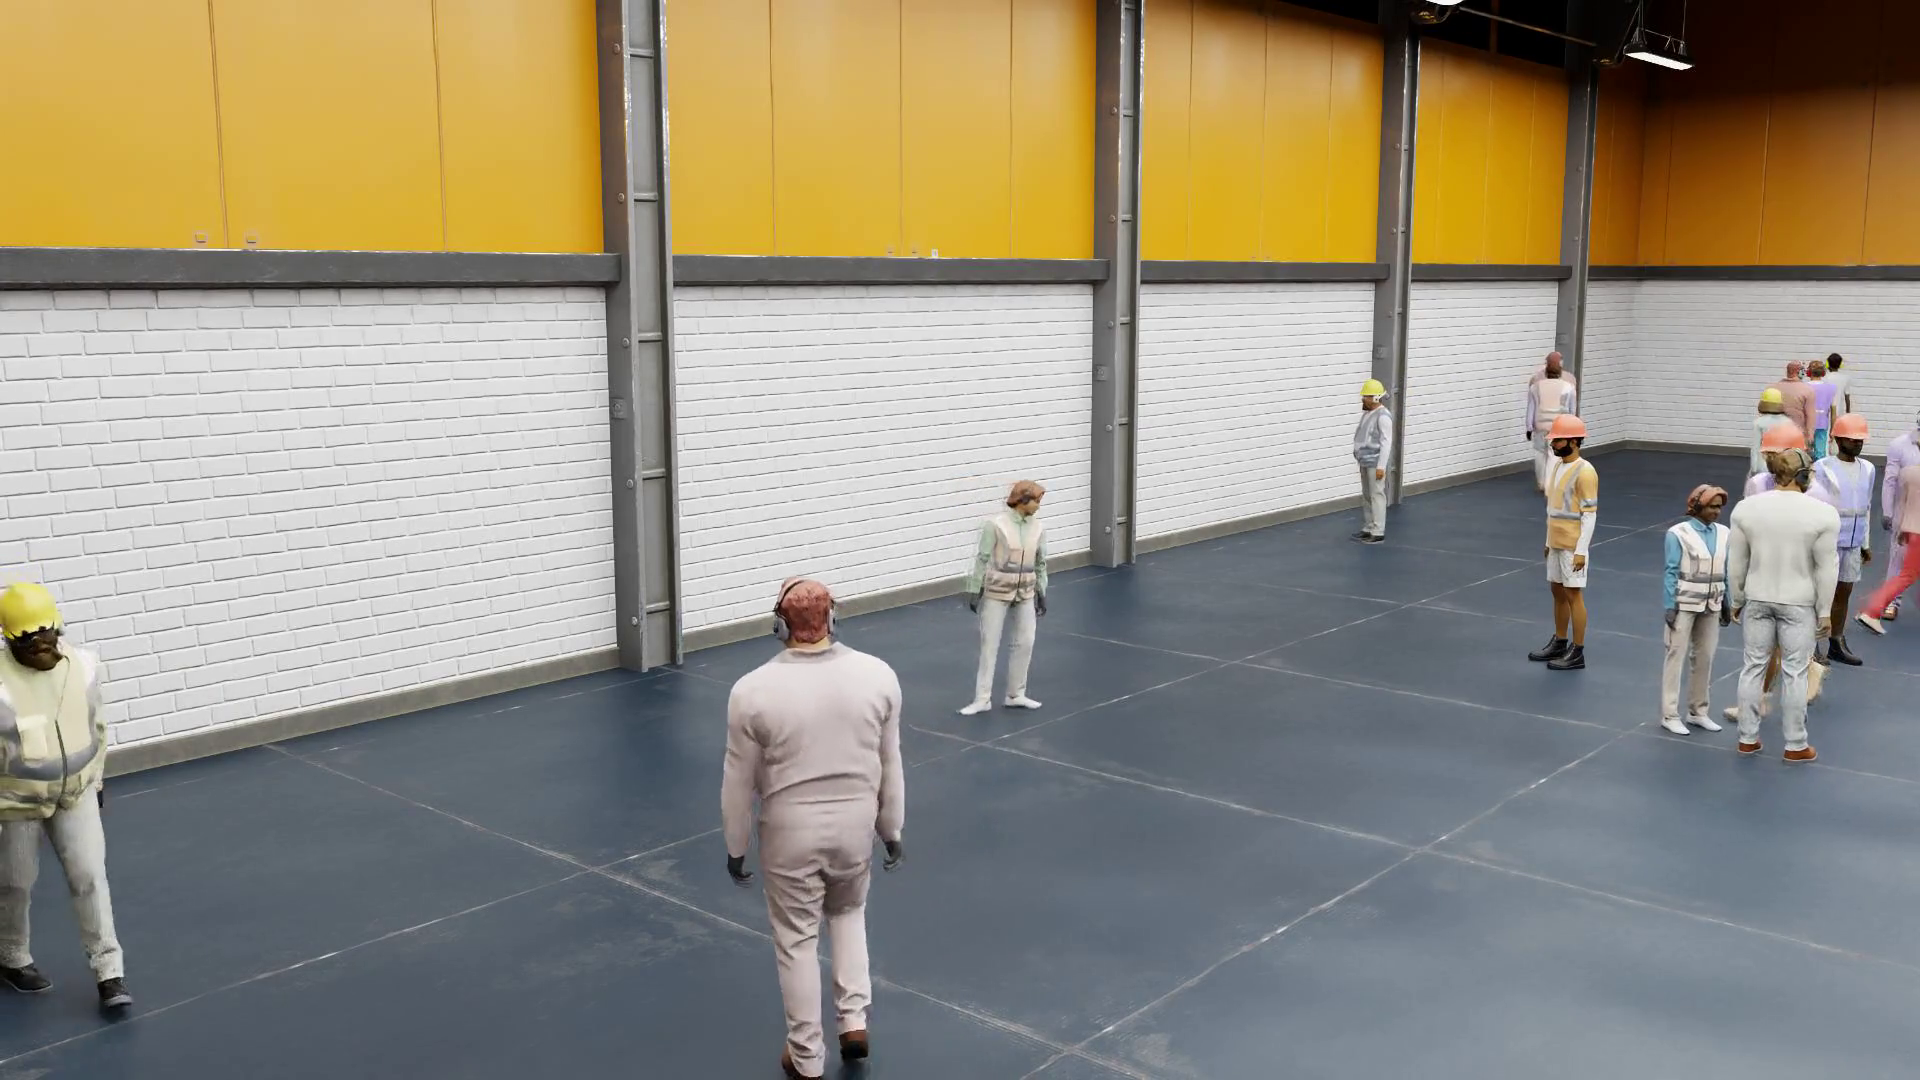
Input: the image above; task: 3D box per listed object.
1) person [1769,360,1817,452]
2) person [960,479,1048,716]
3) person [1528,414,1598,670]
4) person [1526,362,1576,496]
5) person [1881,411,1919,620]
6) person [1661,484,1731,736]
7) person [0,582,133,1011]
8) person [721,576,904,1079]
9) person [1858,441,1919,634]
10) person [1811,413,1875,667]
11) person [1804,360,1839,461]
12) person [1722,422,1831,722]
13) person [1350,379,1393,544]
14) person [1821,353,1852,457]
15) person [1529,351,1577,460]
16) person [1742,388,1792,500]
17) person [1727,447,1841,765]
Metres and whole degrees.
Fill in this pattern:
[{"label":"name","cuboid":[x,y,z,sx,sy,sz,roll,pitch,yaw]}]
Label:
[{"label":"person","cuboid":[10.591,-1.340,21.197,0.402,1.906,0.652,-6,11,-34]},{"label":"person","cuboid":[0.296,0.394,11.241,0.648,1.608,0.324,-5,10,-29]},{"label":"person","cuboid":[4.566,0.016,12.583,0.373,1.934,0.551,-1,9,-7]},{"label":"person","cuboid":[8.063,-1.523,22.690,0.620,1.792,0.949,5,10,28]},{"label":"person","cuboid":[8.262,-0.232,14.255,0.651,1.901,0.401,4,10,22]},{"label":"person","cuboid":[4.798,0.449,10.825,0.516,1.631,0.334,-3,9,-17]},{"label":"person","cuboid":[-3.678,1.030,6.689,0.909,1.776,0.617,7,11,37]},{"label":"person","cuboid":[-0.546,1.069,6.120,0.671,1.887,0.433,-3,10,-21]},{"label":"person","cuboid":[7.906,-0.061,13.731,0.895,1.725,0.536,0,9,2]},{"label":"person","cuboid":[6.705,0.003,12.662,0.545,1.939,0.354,-2,9,-13]},{"label":"person","cuboid":[11.350,-1.464,22.145,0.566,1.849,0.387,3,9,17]},{"label":"person","cuboid":[5.556,0.207,11.141,0.873,2.016,0.634,-3,10,-19]},{"label":"person","cuboid":[4.571,-0.869,18.474,0.404,1.827,0.600,-1,9,-7]},{"label":"person","cuboid":[12.727,-1.821,24.446,0.539,1.836,0.876,1,9,8]},{"label":"person","cuboid":[8.470,-1.751,23.800,0.671,1.892,0.508,4,10,24]},{"label":"person","cuboid":[8.953,-0.815,18.433,0.482,1.734,0.377,-1,9,-6]},{"label":"person","cuboid":[5.014,0.401,10.172,0.629,1.937,0.377,9,13,44]}]
